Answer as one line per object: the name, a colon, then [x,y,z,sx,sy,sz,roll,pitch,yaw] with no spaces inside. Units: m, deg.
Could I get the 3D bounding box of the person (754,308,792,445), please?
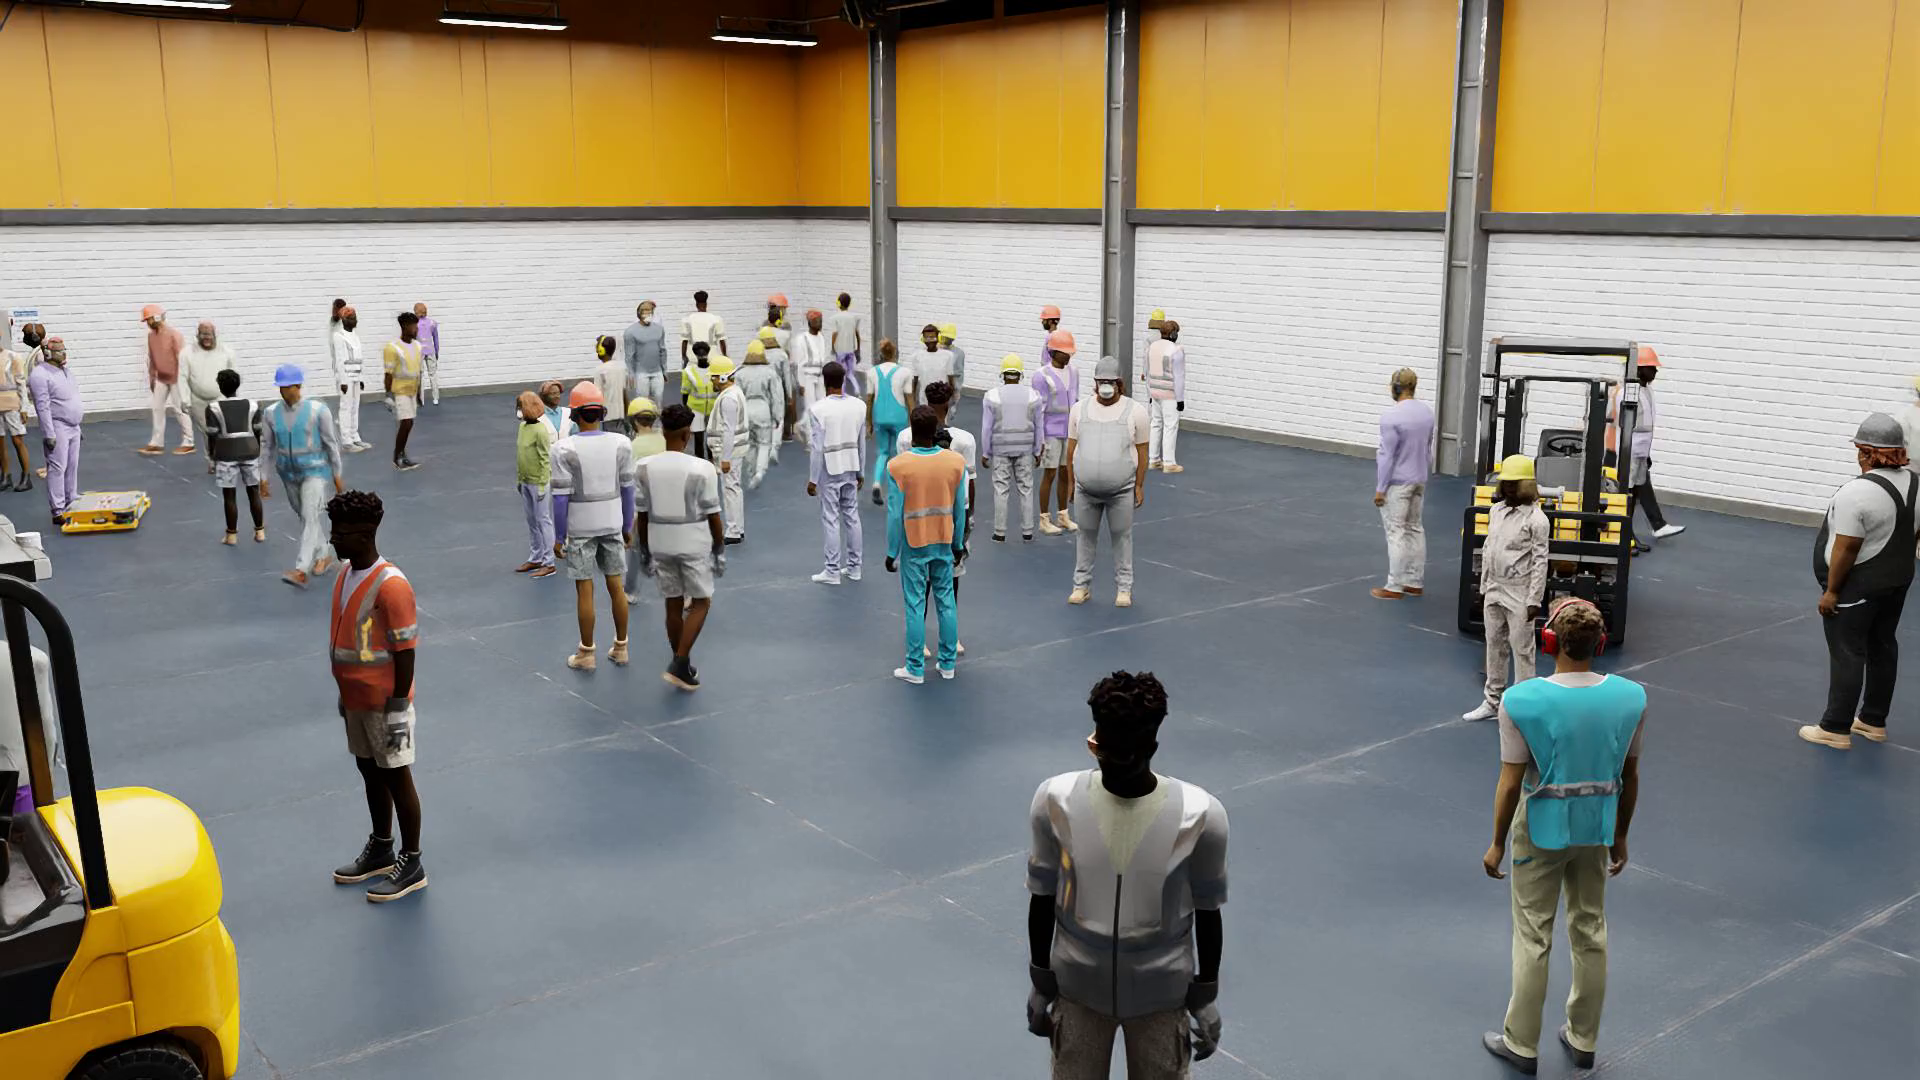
person: [-2.548,-2.205,22.381,0.556,1.838,0.422,-2,12,-11]

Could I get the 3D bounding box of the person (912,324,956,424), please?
person: [-0.309,-1.578,19.306,0.534,1.860,0.328,0,12,2]

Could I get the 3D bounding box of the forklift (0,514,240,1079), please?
forklift: [-3.687,1.115,5.480,2.313,2.155,1.214,-9,15,-36]

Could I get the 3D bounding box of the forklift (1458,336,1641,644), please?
forklift: [4.683,-0.471,13.136,1.214,2.155,2.313,4,12,20]

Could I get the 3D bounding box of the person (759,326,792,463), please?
person: [-2.372,-1.832,20.868,0.502,1.704,0.832,0,12,-1]

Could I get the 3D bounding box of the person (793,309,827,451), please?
person: [-1.988,-2.085,21.743,0.515,1.867,0.593,8,14,35]

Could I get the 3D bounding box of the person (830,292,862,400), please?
person: [-1.762,-2.896,25.694,0.512,1.855,0.510,-7,14,-32]

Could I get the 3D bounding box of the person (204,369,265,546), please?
person: [-6.916,-0.790,15.900,0.544,1.691,0.322,-9,15,-38]

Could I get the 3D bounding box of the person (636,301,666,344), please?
person: [-5.099,-3.120,27.310,0.532,1.623,0.437,-10,15,-40]

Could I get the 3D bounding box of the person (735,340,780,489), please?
person: [-2.293,-1.390,18.740,0.512,1.716,0.635,1,12,2]

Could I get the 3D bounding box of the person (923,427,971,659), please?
person: [-0.163,0.019,12.000,0.530,1.689,0.321,-7,13,-30]

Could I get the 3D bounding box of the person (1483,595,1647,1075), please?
person: [2.272,1.125,6.273,0.568,1.845,0.386,-2,12,-8]

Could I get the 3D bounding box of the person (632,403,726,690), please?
person: [-1.882,0.058,11.171,0.615,1.956,0.544,3,12,14]

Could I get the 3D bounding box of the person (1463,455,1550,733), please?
person: [3.409,0.334,10.344,0.301,1.743,0.493,-5,13,-25]

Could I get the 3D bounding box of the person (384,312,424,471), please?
person: [-6.746,-1.798,20.203,0.514,1.933,0.631,3,12,15]

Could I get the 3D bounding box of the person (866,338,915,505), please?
person: [-0.742,-1.236,17.748,0.545,1.825,0.543,4,12,19]

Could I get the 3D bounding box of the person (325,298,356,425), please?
person: [-8.894,-2.538,23.909,0.766,1.873,0.393,9,15,38]

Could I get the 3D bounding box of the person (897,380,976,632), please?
person: [-0.182,-0.225,12.554,0.610,1.952,0.387,0,12,-2]

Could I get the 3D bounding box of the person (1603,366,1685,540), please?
person: [6.509,-0.924,16.126,0.592,1.863,1.057,-11,16,-42]

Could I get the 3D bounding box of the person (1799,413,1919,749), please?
person: [5.442,0.239,10.079,0.684,2.000,0.538,-5,13,-24]

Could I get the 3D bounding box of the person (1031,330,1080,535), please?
person: [0.977,-1.052,16.359,0.617,2.028,0.410,-11,16,-43]

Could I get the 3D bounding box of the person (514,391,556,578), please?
person: [-3.747,-0.492,14.600,0.288,1.634,0.499,-10,15,-39]

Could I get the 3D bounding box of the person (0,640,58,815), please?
person: [-4.187,0.997,7.149,0.343,1.746,0.568,11,16,43]

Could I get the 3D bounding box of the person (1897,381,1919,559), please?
person: [8.714,-0.651,15.090,0.537,1.744,0.442,-1,12,-5]

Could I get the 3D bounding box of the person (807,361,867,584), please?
person: [-1.051,-0.576,14.317,0.599,1.916,0.377,-11,16,-42]

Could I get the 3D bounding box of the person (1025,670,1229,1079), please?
person: [0.490,1.330,5.001,0.608,1.962,0.374,3,12,12]

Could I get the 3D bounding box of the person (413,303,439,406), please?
person: [-8.531,-2.949,26.450,0.514,1.641,0.307,-8,14,-35]

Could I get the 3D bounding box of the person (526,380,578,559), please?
person: [-3.754,-0.658,15.376,0.520,1.644,0.307,-9,15,-36]

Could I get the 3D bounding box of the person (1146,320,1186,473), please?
person: [2.510,-1.739,20.145,0.429,1.837,0.632,-7,14,-30]

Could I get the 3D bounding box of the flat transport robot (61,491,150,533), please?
flat transport robot: [-8.733,-0.308,17.020,0.652,0.197,1.431,-4,12,-20]

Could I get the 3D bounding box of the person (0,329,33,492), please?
person: [-10.797,-1.495,18.746,0.565,1.921,0.386,0,12,0]

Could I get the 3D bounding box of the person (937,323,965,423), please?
person: [-0.203,-1.931,21.353,0.526,1.701,0.836,-2,12,-10]

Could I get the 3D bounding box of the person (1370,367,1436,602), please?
person: [3.656,-0.452,13.728,0.645,1.930,0.394,-9,15,-37]

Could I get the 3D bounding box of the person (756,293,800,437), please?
person: [-2.526,-2.411,22.994,0.622,2.002,0.950,10,15,40]

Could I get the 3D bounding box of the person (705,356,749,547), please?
person: [-2.213,-0.847,15.868,0.403,1.821,0.601,-1,12,-3]

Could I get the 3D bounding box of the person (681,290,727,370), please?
person: [-3.733,-2.660,24.292,0.653,1.956,0.383,0,12,2]

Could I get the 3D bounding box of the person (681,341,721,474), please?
person: [-3.036,-1.545,19.635,0.548,1.657,0.642,-4,12,-19]

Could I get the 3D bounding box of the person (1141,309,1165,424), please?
person: [2.782,-2.381,23.456,0.483,1.744,0.299,-4,12,-18]

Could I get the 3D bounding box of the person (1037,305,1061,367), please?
person: [1.194,-2.039,21.358,0.450,1.936,0.573,3,12,13]

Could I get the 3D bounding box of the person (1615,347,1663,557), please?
person: [6.290,-0.826,15.466,0.354,1.942,0.545,11,16,43]

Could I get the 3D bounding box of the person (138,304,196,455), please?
person: [-10.202,-2.051,21.356,0.653,1.957,0.561,5,13,23]

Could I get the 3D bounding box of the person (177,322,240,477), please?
person: [-8.874,-1.649,19.678,0.631,1.845,1.042,-3,12,-15]

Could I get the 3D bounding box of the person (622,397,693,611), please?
person: [-2.460,-0.278,13.388,0.926,1.715,0.564,9,15,38]

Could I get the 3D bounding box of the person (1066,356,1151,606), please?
person: [1.178,-0.471,13.510,0.683,2.000,0.537,3,12,15]

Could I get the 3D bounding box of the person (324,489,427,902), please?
person: [-2.793,0.726,7.907,0.612,1.965,0.362,11,16,44]

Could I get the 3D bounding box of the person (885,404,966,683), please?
person: [-0.233,0.032,11.380,0.590,1.919,0.392,-6,13,-26]

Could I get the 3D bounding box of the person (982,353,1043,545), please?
person: [0.493,-0.865,15.920,0.601,1.830,0.403,-2,12,-10]

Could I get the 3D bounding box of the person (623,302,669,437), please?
person: [-4.190,-2.222,22.252,0.382,1.928,0.635,11,16,43]

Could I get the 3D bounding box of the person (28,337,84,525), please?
person: [-9.141,-1.115,16.949,0.409,1.909,0.643,0,12,-2]

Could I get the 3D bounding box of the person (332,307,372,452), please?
person: [-7.974,-2.102,21.771,0.362,1.883,0.575,1,12,5]

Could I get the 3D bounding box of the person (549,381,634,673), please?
person: [-2.576,-0.089,11.661,0.608,2.044,0.370,-8,14,-35]

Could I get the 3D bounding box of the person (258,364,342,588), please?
person: [-5.672,-0.561,14.269,0.644,1.899,0.981,1,12,7]
